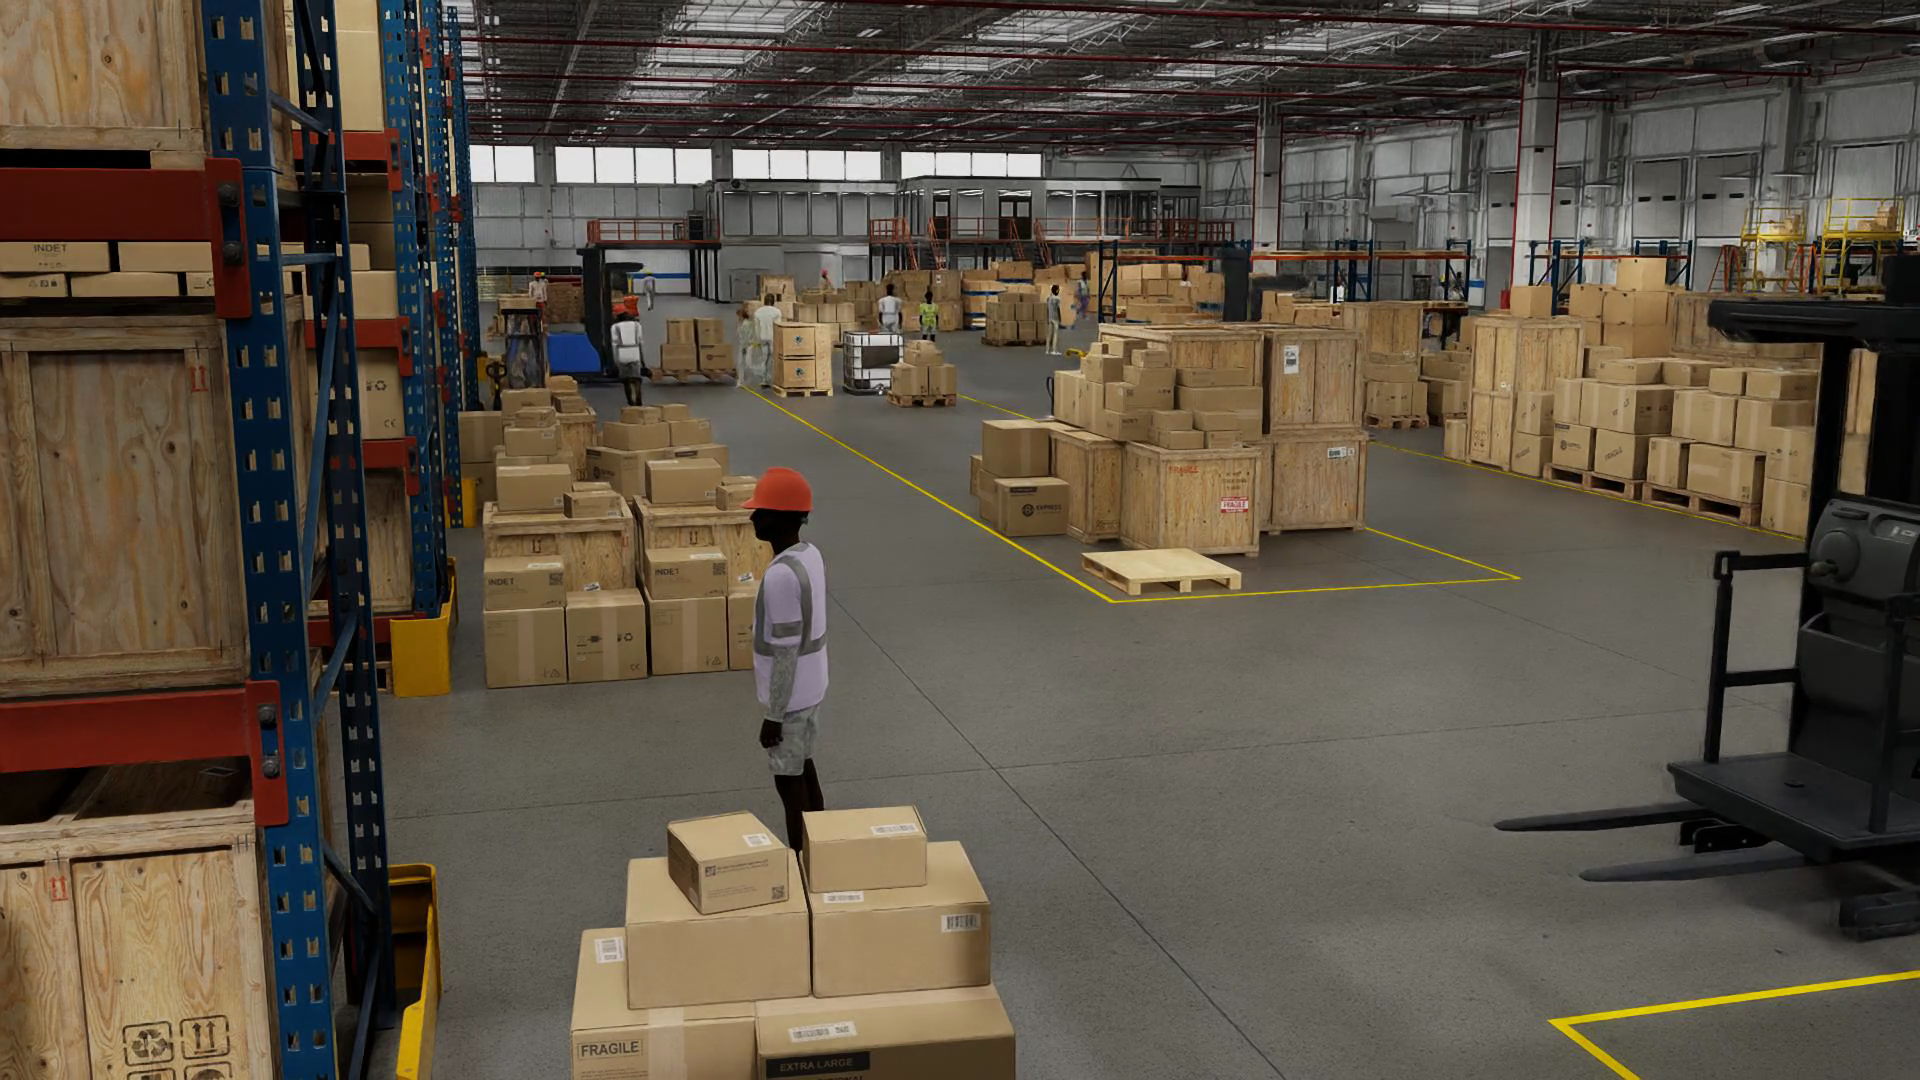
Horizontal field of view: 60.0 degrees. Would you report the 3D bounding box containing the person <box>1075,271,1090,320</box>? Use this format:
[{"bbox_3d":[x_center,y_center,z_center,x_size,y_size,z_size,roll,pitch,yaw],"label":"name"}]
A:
[{"bbox_3d":[4.810,-9.598,65.301,0.680,1.900,0.615,8,13,40],"label":"person"}]

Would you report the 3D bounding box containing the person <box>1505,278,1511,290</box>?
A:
[{"bbox_3d":[22.192,-9.838,66.823,0.624,1.845,0.430,-3,10,-14],"label":"person"}]

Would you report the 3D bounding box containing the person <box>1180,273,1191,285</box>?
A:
[{"bbox_3d":[8.407,-9.073,62.372,0.354,1.883,0.576,-6,12,-29],"label":"person"}]

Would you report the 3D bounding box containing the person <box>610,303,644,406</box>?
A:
[{"bbox_3d":[-5.740,-3.137,28.705,0.566,1.900,0.488,-4,11,-22],"label":"person"}]

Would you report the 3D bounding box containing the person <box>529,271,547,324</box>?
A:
[{"bbox_3d":[-14.735,-8.368,58.067,0.608,1.995,0.377,-5,11,-28],"label":"person"}]

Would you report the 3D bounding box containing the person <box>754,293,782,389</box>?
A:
[{"bbox_3d":[-3.834,-4.005,33.535,0.628,1.935,0.373,5,11,24],"label":"person"}]

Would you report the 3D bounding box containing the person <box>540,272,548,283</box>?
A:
[{"bbox_3d":[-18.440,-10.979,73.562,0.486,1.744,0.296,-4,11,-20],"label":"person"}]

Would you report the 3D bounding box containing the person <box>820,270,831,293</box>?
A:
[{"bbox_3d":[-5.572,-10.076,67.941,0.578,1.917,0.607,8,13,38],"label":"person"}]

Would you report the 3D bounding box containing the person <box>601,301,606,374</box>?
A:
[{"bbox_3d":[-8.198,-4.700,37.452,0.635,1.939,0.361,8,13,38],"label":"person"}]

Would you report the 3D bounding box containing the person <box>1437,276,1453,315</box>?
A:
[{"bbox_3d":[15.773,-7.647,54.202,0.390,1.918,0.580,-9,14,-42],"label":"person"}]

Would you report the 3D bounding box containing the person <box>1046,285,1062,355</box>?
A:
[{"bbox_3d":[2.499,-5.833,44.108,0.325,1.860,0.512,-8,13,-40],"label":"person"}]

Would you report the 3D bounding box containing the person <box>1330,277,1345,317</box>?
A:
[{"bbox_3d":[12.350,-7.674,54.451,0.582,1.881,0.338,-6,11,-29],"label":"person"}]

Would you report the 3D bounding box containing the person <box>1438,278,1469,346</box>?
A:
[{"bbox_3d":[13.828,-6.338,46.437,0.754,2.000,0.712,8,13,39],"label":"person"}]

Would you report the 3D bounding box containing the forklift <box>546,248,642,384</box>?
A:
[{"bbox_3d":[-7.606,-4.618,34.321,1.873,2.768,1.129,-3,10,-15],"label":"forklift"}]

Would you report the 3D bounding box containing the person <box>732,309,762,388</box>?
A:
[{"bbox_3d":[-4.282,-3.892,33.786,0.597,1.619,0.540,-6,11,-29],"label":"person"}]

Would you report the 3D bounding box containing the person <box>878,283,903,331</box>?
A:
[{"bbox_3d":[-1.774,-5.576,42.427,0.612,1.941,0.891,0,10,-2],"label":"person"}]

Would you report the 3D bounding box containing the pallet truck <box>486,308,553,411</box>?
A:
[{"bbox_3d":[-6.242,-2.418,24.362,0.823,1.965,1.885,1,10,3],"label":"pallet truck"}]

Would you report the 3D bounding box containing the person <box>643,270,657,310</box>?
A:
[{"bbox_3d":[-14.027,-11.287,75.199,0.607,1.785,0.951,-2,10,-10],"label":"person"}]

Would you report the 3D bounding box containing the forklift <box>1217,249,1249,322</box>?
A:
[{"bbox_3d":[3.960,-2.816,24.118,1.873,2.768,1.129,2,10,12],"label":"forklift"}]

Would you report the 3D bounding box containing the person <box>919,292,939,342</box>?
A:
[{"bbox_3d":[-0.810,-5.621,43.350,0.540,1.695,0.317,-3,10,-15],"label":"person"}]

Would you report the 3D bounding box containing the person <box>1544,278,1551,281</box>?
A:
[{"bbox_3d":[17.058,-6.645,48.430,0.376,1.950,0.614,5,11,28],"label":"person"}]

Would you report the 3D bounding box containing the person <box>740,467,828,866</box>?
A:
[{"bbox_3d":[-0.748,0.648,7.159,0.344,1.942,0.549,1,10,7],"label":"person"}]

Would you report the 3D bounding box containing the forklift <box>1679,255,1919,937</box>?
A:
[{"bbox_3d":[4.457,0.143,7.362,1.873,2.768,1.129,-3,10,-15],"label":"forklift"}]

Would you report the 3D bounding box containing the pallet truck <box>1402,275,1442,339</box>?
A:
[{"bbox_3d":[14.620,-7.324,52.145,0.823,1.965,1.885,8,13,40],"label":"pallet truck"}]

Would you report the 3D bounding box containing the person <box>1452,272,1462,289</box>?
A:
[{"bbox_3d":[20.183,-9.961,67.501,0.540,1.849,0.593,1,10,3],"label":"person"}]
